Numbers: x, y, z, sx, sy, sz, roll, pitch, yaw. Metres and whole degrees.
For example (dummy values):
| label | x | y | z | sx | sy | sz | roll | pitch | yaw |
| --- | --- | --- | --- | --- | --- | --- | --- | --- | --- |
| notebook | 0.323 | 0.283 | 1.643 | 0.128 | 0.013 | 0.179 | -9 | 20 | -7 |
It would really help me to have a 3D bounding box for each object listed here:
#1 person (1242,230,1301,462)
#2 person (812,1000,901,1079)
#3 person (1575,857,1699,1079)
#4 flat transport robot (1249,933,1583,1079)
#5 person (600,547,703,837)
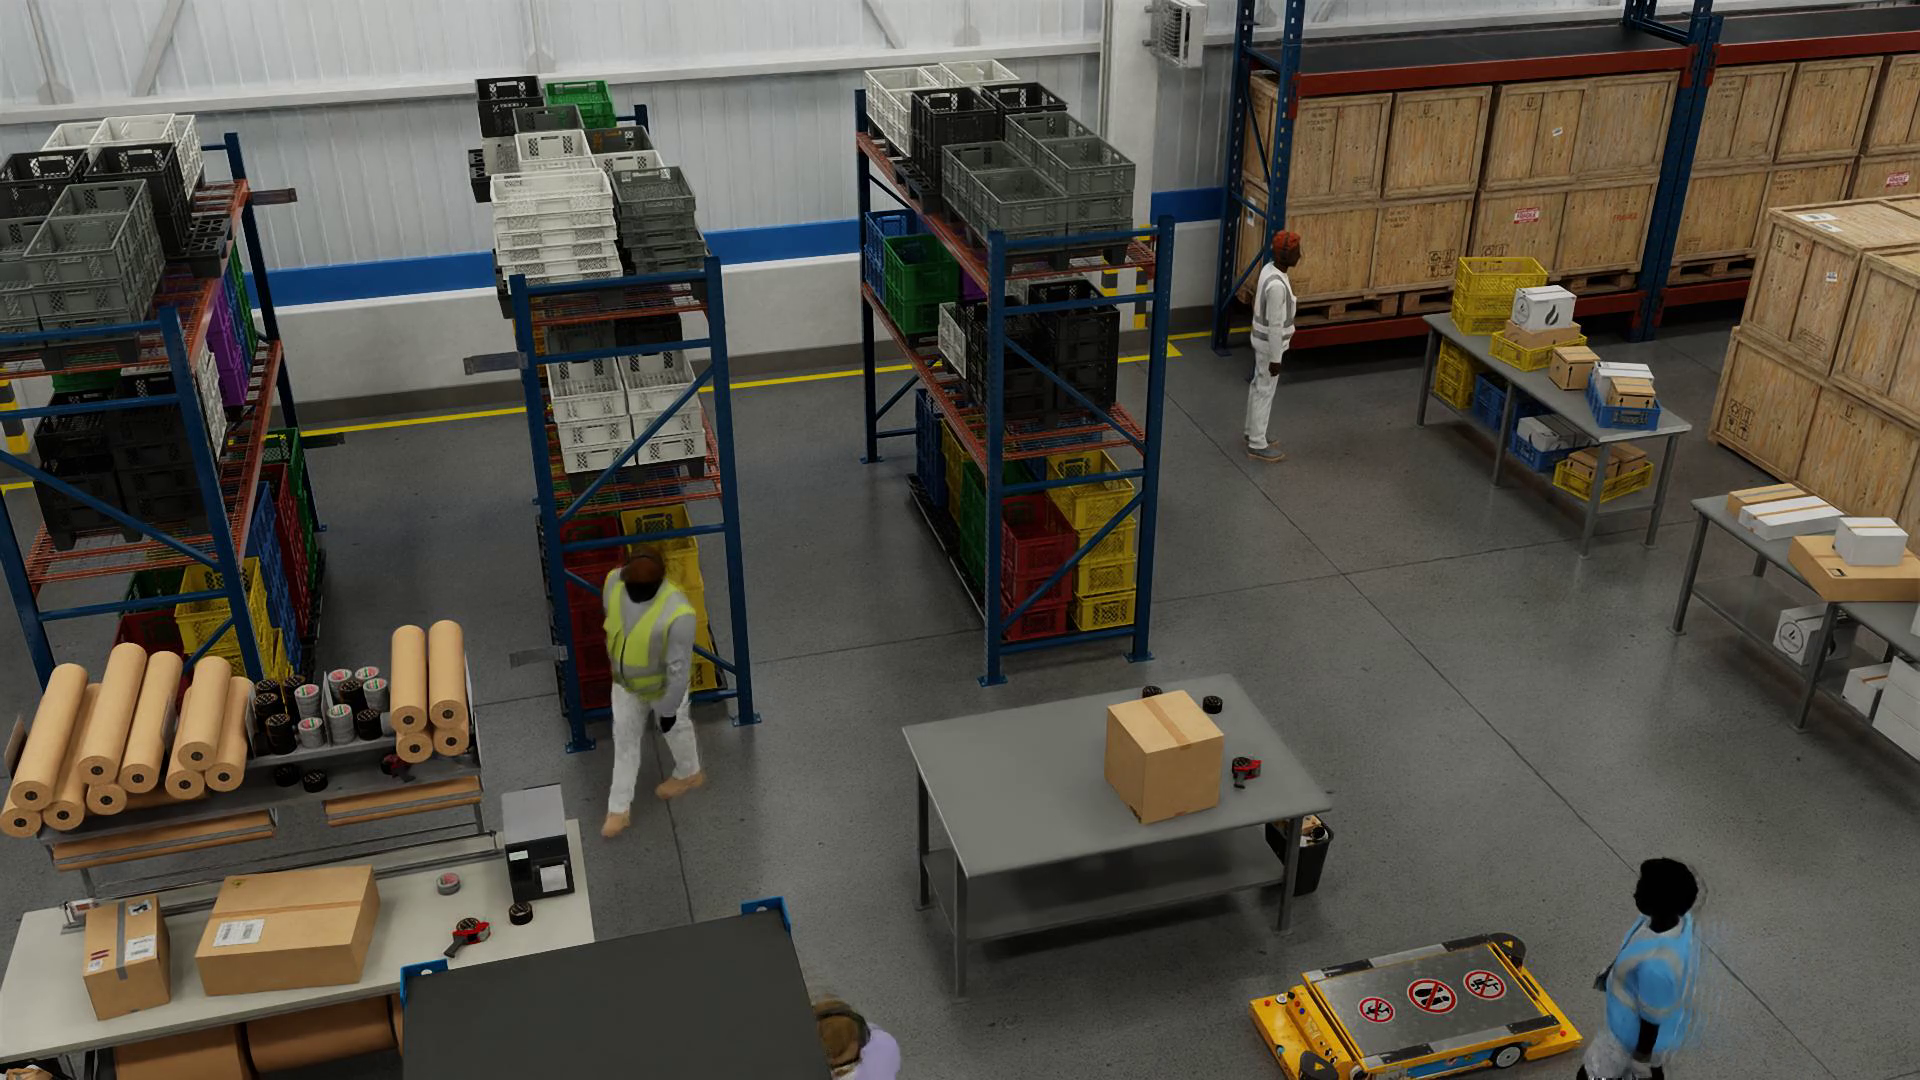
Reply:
| label | x | y | z | sx | sy | sz | roll | pitch | yaw |
| --- | --- | --- | --- | --- | --- | --- | --- | --- | --- |
| person | 2.494 | -1.561 | 13.310 | 0.337 | 1.882 | 0.585 | 2 | 29 | 4 |
| person | -0.428 | 2.414 | 6.105 | 0.619 | 1.863 | 1.070 | -18 | 33 | -29 |
| person | 2.828 | 2.007 | 7.040 | 0.743 | 1.658 | 0.541 | 16 | 33 | 27 |
| flat transport robot | 2.184 | 2.282 | 7.980 | 1.431 | 0.197 | 0.652 | -8 | 30 | -14 |
| person | -1.738 | 0.805 | 9.108 | 0.696 | 1.786 | 0.857 | 15 | 32 | 26 |
